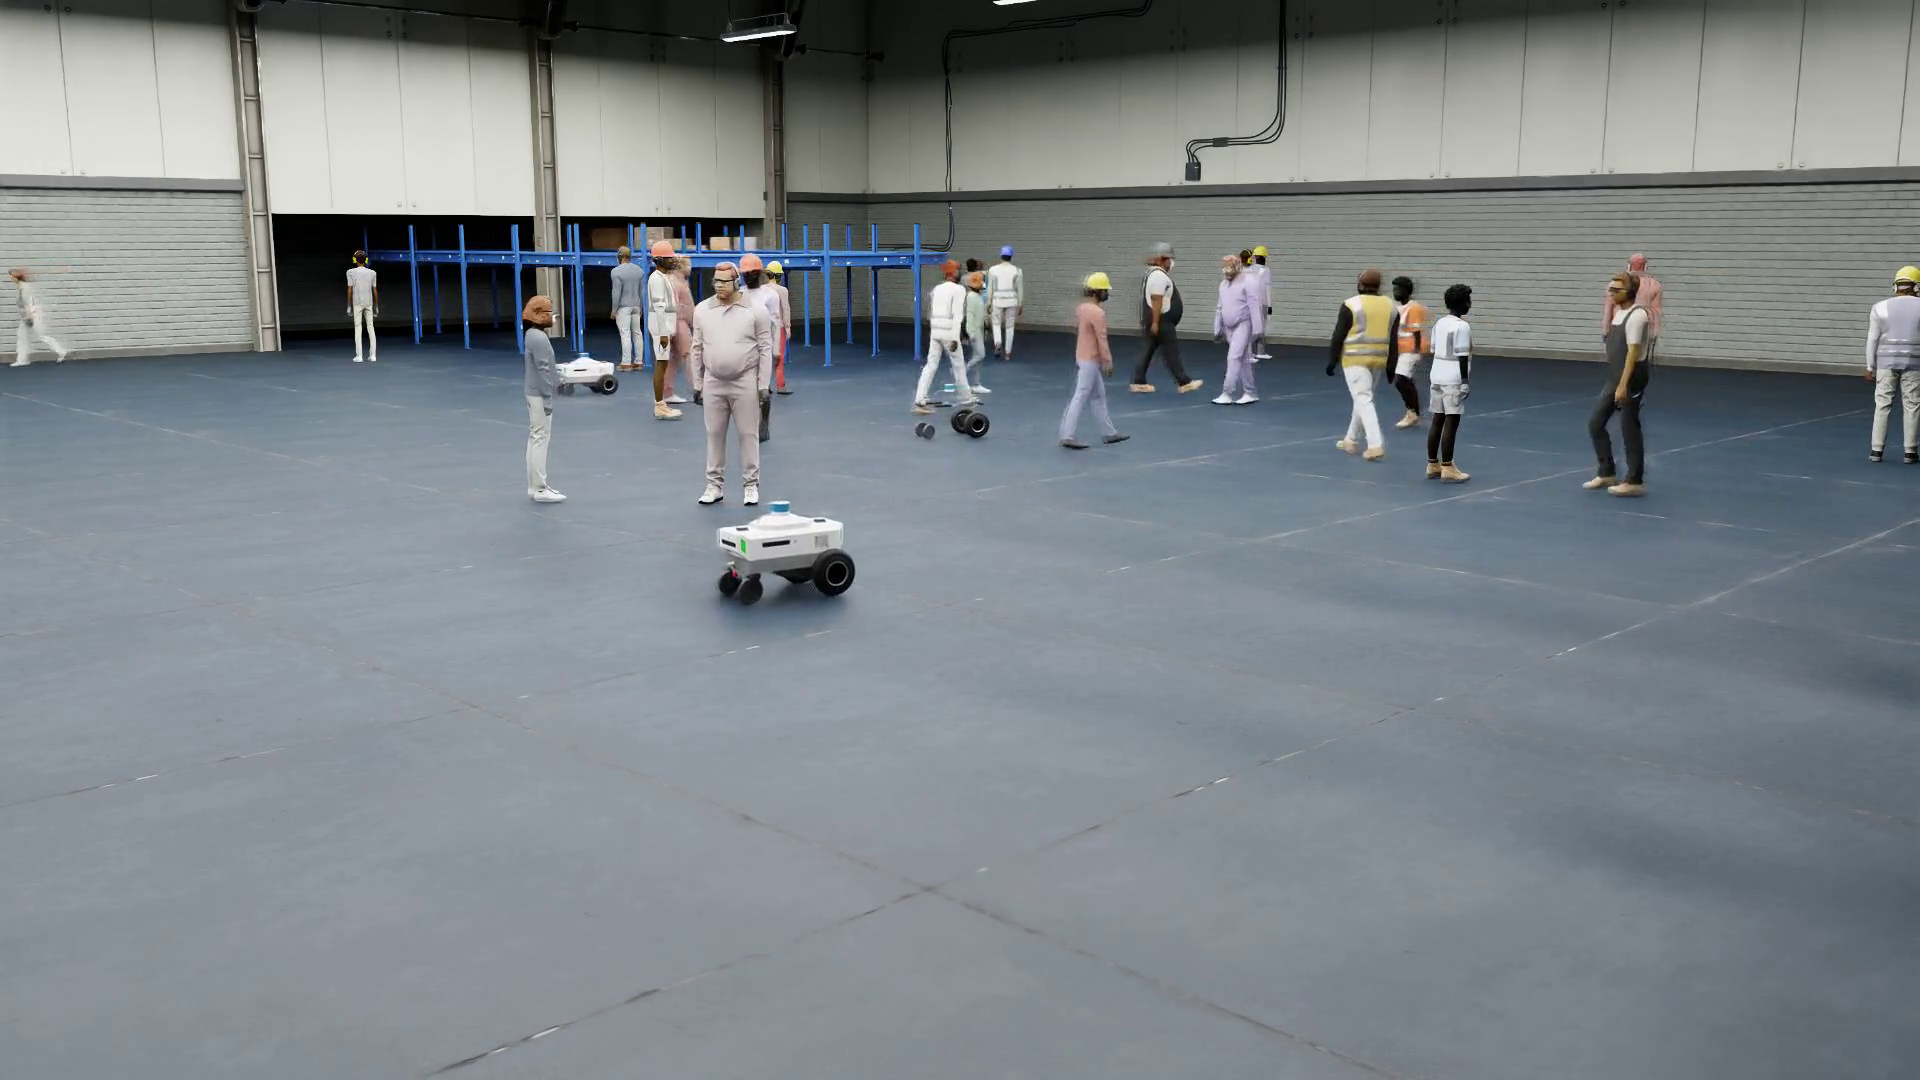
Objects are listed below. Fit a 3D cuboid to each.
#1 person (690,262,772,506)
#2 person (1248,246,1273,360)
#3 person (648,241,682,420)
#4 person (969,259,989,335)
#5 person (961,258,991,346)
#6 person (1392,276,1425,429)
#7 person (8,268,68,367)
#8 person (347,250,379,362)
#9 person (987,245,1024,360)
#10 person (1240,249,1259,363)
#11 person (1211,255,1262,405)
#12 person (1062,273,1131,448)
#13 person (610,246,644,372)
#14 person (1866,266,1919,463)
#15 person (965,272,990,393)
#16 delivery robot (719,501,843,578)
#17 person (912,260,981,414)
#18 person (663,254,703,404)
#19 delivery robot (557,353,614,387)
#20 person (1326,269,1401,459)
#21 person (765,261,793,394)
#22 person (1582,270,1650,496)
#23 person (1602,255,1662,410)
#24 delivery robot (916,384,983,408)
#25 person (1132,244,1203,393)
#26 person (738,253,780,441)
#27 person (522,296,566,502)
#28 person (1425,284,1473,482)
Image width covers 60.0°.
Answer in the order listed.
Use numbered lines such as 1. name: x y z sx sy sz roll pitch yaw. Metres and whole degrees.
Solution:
1. person: -1.807 -1.225 13.083 0.645 1.905 0.400 2 10 8
2. person: 5.130 -4.075 28.551 0.364 1.929 0.589 -8 13 -38
3. person: -3.426 -2.434 19.292 0.378 2.045 0.605 -2 11 -9
4. person: 0.421 -5.216 35.661 0.517 1.602 0.814 -1 10 -4
5. person: 0.288 -4.561 31.895 0.527 1.674 0.716 -6 12 -29
6. person: 4.896 -2.034 18.140 0.453 1.665 0.557 -1 10 -5
7. person: -15.040 -3.627 27.060 0.807 1.593 0.523 -10 14 -44
8. person: -10.070 -3.936 28.024 0.517 1.855 0.323 -7 13 -34
9. person: 0.779 -4.016 28.211 0.644 1.935 0.439 0 10 2
10. person: 4.758 -3.904 27.778 0.519 1.874 0.327 10 14 43
11. person: 3.383 -2.600 20.696 0.856 1.854 0.665 -5 12 -26
12. person: 1.394 -1.784 16.600 0.848 1.726 0.550 -2 11 -12
13. person: -5.206 -3.615 26.017 0.370 1.941 0.627 8 13 36
14. person: 8.809 -1.640 15.569 0.586 1.823 0.403 6 12 31
15. person: 0.230 -2.789 22.351 0.360 1.621 0.517 3 11 14
16. delivery robot: -1.060 0.013 9.872 0.707 0.478 0.477 -7 13 -33
17. person: -0.170 -2.413 19.831 0.618 1.813 1.024 10 14 43
18. person: -3.387 -2.650 20.943 0.881 1.873 0.649 -1 10 -7
19. delivery robot: -5.017 -2.262 22.277 0.707 0.478 0.477 -6 12 -30
20. person: 3.871 -1.687 15.915 0.623 1.799 0.945 -4 11 -23
21. person: -2.480 -2.837 22.251 0.533 1.767 0.326 6 12 29
22. person: 5.349 -1.266 13.530 0.602 1.824 0.527 -1 10 -5
23. person: 8.227 -2.546 20.398 0.660 1.865 0.938 4 11 21
24. delivery robot: -0.111 -1.538 17.621 0.698 0.223 0.335 -4 11 -19
25. person: 2.793 -2.973 22.357 0.979 2.000 0.705 0 10 -2
26. person: -2.136 -2.005 17.262 0.558 1.937 0.381 3 11 18
27. person: -3.351 -1.136 13.330 0.266 1.631 0.507 -4 11 -23
28. person: 4.255 -1.365 14.402 0.317 1.697 0.540 -2 11 -11
